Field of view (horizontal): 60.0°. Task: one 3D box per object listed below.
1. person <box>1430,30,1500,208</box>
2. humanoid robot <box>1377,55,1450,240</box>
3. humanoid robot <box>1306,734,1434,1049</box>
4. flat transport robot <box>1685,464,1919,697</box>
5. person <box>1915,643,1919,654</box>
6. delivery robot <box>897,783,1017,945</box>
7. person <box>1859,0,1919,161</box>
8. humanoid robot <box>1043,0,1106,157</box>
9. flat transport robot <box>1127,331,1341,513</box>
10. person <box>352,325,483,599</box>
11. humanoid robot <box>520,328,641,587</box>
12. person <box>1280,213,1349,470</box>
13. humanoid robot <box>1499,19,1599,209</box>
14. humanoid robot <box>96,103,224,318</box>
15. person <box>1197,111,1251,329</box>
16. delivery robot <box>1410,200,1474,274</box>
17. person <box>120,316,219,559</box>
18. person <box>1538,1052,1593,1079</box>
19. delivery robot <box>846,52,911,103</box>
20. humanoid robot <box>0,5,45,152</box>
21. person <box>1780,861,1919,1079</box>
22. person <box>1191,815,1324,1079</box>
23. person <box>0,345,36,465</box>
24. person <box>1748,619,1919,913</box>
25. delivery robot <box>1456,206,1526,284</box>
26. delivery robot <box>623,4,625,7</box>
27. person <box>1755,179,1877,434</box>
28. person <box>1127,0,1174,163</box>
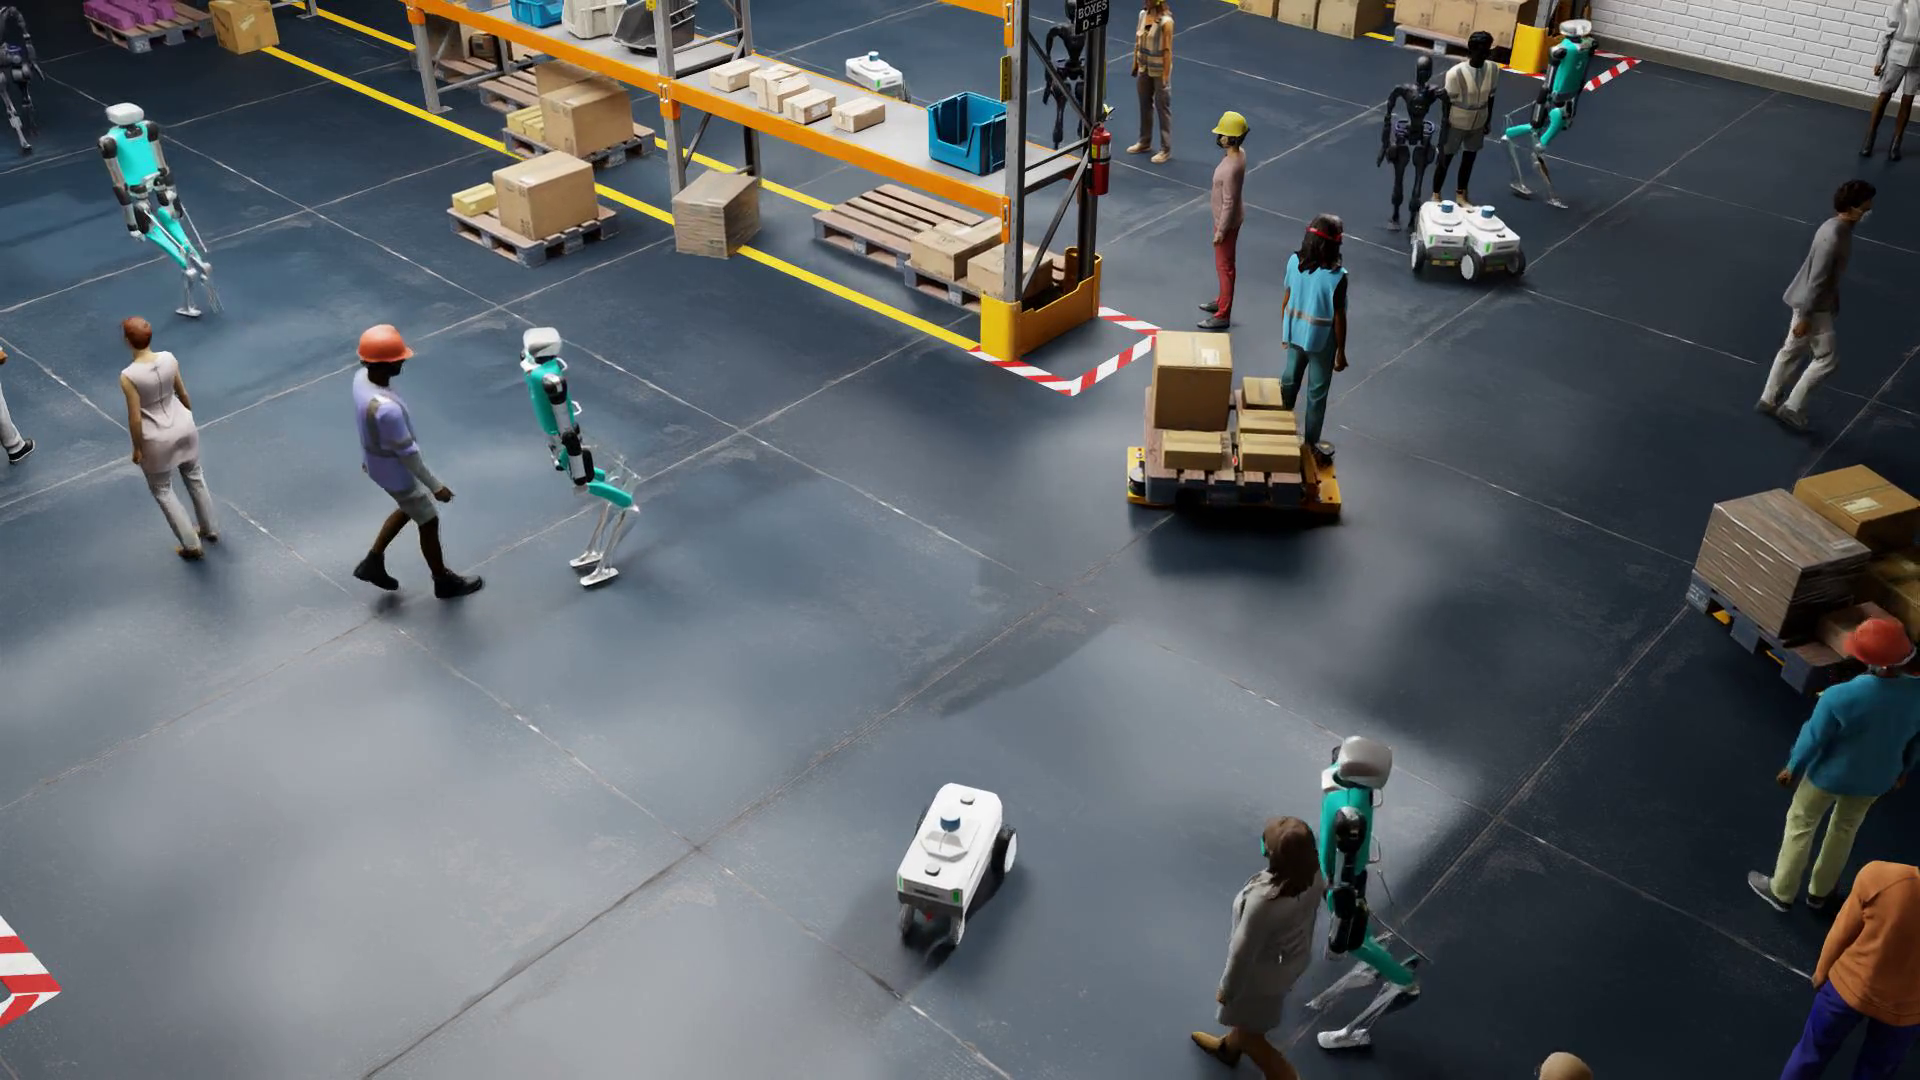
[{"bbox_3d":[4.558,-3.761,15.008,0.533,1.690,0.320,-9,36,-13],"label":"person"},{"bbox_3d":[3.990,-3.463,14.593,0.598,1.633,0.496,7,35,10],"label":"humanoid robot"},{"bbox_3d":[1.823,1.612,7.211,0.681,1.827,0.533,5,35,7],"label":"humanoid robot"},{"bbox_3d":[5.146,0.614,9.920,0.659,0.231,1.431,-12,36,-17],"label":"flat transport robot"},{"bbox_3d":[5.691,0.102,9.289,0.499,1.839,0.344,23,41,29],"label":"person"},{"bbox_3d":[-0.044,1.564,8.276,0.499,0.576,0.768,11,36,16],"label":"delivery robot"},{"bbox_3d":[9.154,-4.633,16.071,0.547,1.924,0.387,13,37,18],"label":"person"},{"bbox_3d":[1.107,-4.430,16.031,0.613,1.642,0.521,-2,35,-3],"label":"humanoid robot"},{"bbox_3d":[1.878,-0.464,11.482,1.431,0.231,0.659,3,35,4],"label":"flat transport robot"},{"bbox_3d":[-3.381,-0.415,9.962,0.770,1.916,0.593,-17,38,-23],"label":"person"},{"bbox_3d":[-2.264,-0.556,10.258,0.685,1.723,0.530,-19,39,-25],"label":"humanoid robot"},{"bbox_3d":[2.403,-1.338,11.345,0.518,1.865,0.391,29,44,35],"label":"person"},{"bbox_3d":[5.303,-3.917,15.204,0.539,1.781,0.836,-18,39,-25],"label":"humanoid robot"},{"bbox_3d":[-6.259,-2.504,13.245,0.737,1.898,0.545,14,37,19],"label":"humanoid robot"},{"bbox_3d":[2.088,-2.523,13.148,0.309,1.768,0.521,7,35,10],"label":"person"},{"bbox_3d":[4.171,-2.636,14.362,0.499,0.576,0.749,4,35,6],"label":"delivery robot"},{"bbox_3d":[-5.014,-0.639,10.523,0.345,1.656,0.478,19,39,26],"label":"person"},{"bbox_3d":[2.054,2.492,5.955,0.515,1.686,0.404,-16,38,-22],"label":"person"},{"bbox_3d":[-0.899,-4.846,17.582,0.499,0.597,0.798,-21,40,-27],"label":"delivery robot"},{"bbox_3d":[-9.420,-4.677,16.407,0.609,1.646,0.772,-17,38,-23],"label":"humanoid robot"},{"bbox_3d":[3.722,1.808,6.698,0.517,1.973,0.400,21,40,27],"label":"person"},{"bbox_3d":[1.328,1.813,6.974,0.744,1.631,0.494,26,42,32],"label":"person"},{"bbox_3d":[-6.855,-1.326,11.354,0.599,1.831,0.404,-6,35,-9],"label":"person"},{"bbox_3d":[4.248,1.100,7.941,0.607,1.725,0.333,1,35,2],"label":"person"},{"bbox_3d":[4.488,-2.577,14.282,0.499,0.583,0.777,-8,35,-12],"label":"delivery robot"},{"bbox_3d":[-4.500,-6.636,20.188,0.805,0.612,0.499,14,37,20],"label":"delivery robot"},{"bbox_3d":[6.151,-1.652,11.792,0.593,1.881,0.541,15,37,21],"label":"person"},{"bbox_3d":[1.846,-4.530,16.061,0.369,1.766,0.477,-25,42,-31],"label":"person"}]
